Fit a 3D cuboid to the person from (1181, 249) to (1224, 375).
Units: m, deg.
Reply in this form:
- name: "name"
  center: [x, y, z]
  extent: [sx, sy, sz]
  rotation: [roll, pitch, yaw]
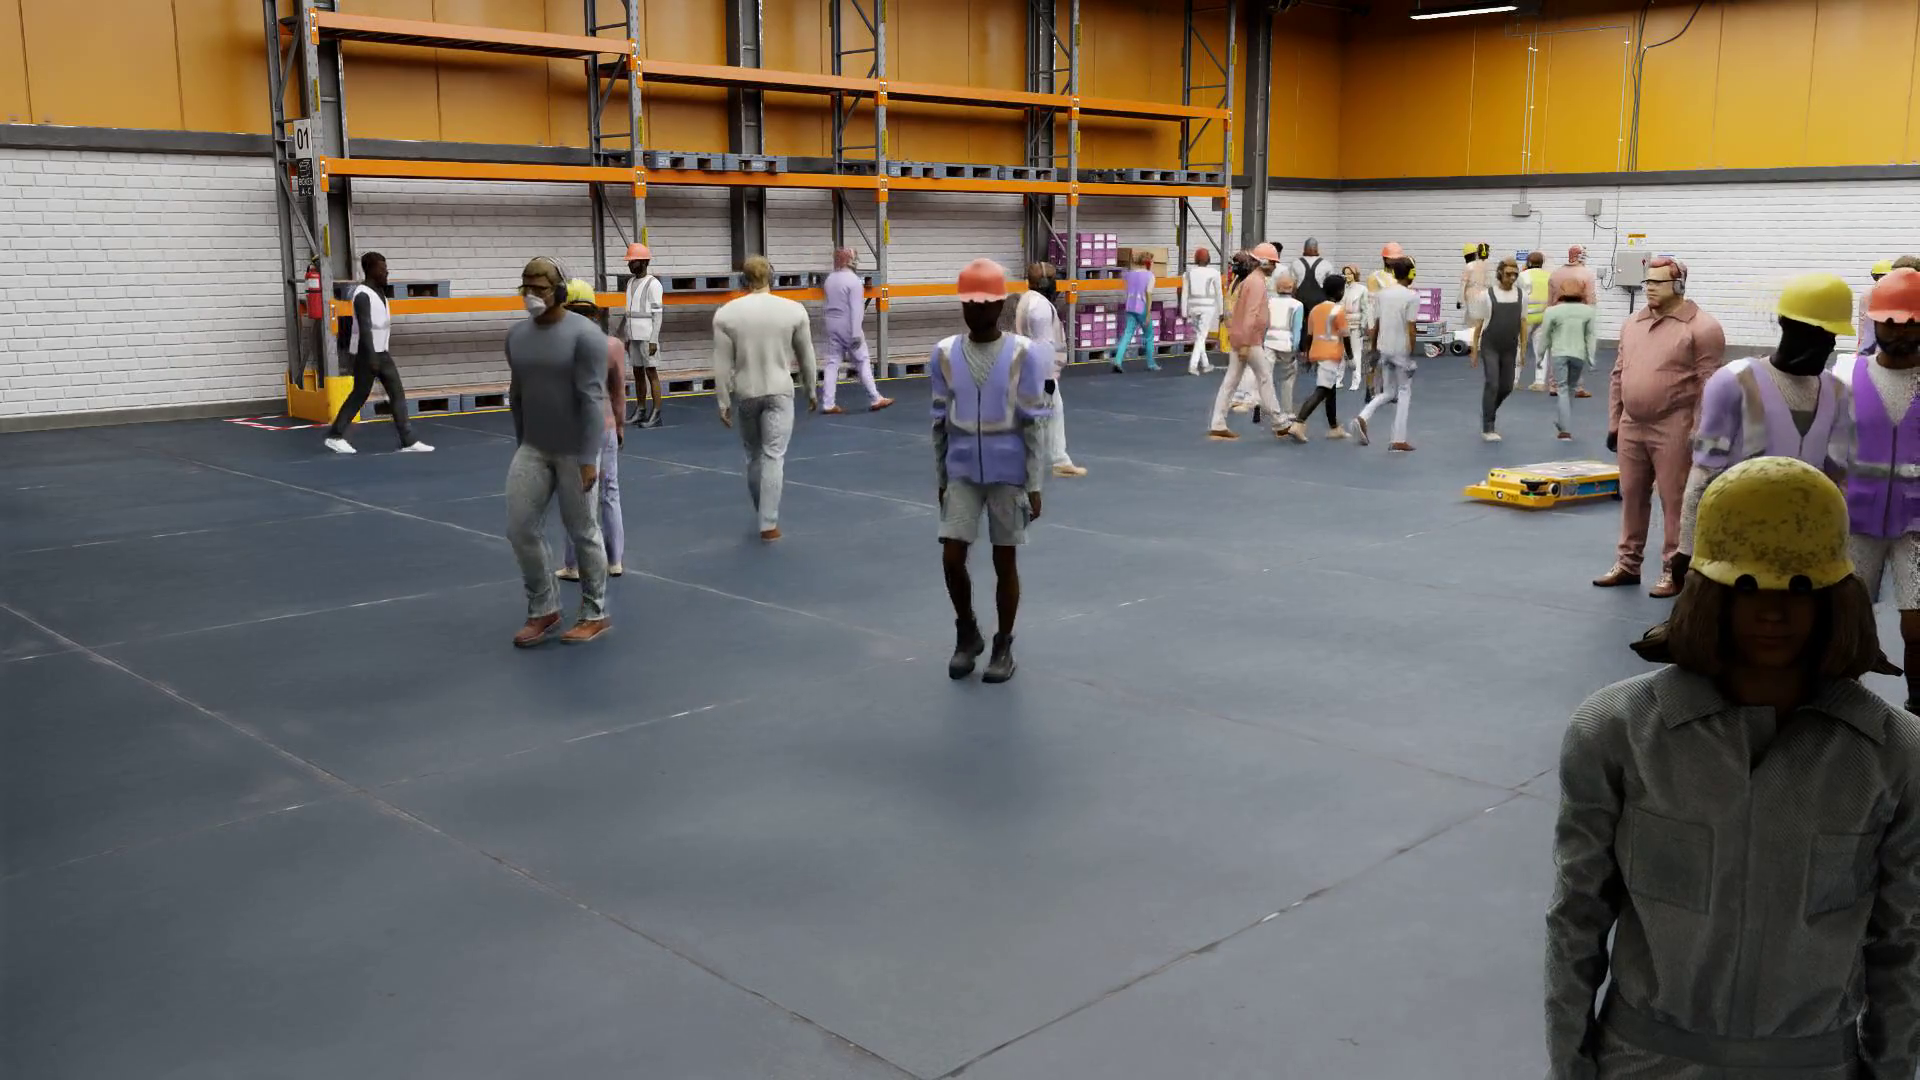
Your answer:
- name: "person"
  center: [3.516, -3.321, 24.250]
  extent: [0.571, 1.837, 1.007]
  rotation: [7, 12, 32]

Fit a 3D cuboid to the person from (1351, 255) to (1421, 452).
- name: "person"
  center: [3.988, -1.725, 15.510]
  extent: [0.627, 1.850, 0.504]
  rotation: [-7, 12, -32]

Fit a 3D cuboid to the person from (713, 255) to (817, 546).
- name: "person"
  center: [-1.294, -0.950, 11.152]
  extent: [0.653, 1.881, 1.024]
  rotation: [0, 10, 3]

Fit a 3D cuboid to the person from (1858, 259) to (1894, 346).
- name: "person"
  center: [9.934, -2.150, 18.020]
  extent: [0.527, 1.768, 0.313]
  rotation: [-5, 11, -25]

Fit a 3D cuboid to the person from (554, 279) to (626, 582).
- name: "person"
  center: [-2.209, -0.636, 9.765]
  extent: [0.525, 1.769, 0.309]
  rotation: [-7, 12, -33]

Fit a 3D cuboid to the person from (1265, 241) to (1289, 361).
- name: "person"
  center: [4.941, -3.795, 26.560]
  extent: [0.609, 1.930, 0.905]
  rotation: [7, 12, 33]

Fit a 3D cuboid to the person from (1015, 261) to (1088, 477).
- name: "person"
  center: [0.606, -1.398, 13.788]
  extent: [0.894, 1.813, 0.627]
  rotation: [-1, 10, -6]

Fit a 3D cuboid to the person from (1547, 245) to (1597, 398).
- name: "person"
  center: [7.684, -2.738, 20.848]
  extent: [0.402, 1.904, 0.652]
  rotation: [-8, 13, -36]

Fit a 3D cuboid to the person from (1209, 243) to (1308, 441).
- name: "person"
  center: [2.945, -1.922, 16.290]
  extent: [1.024, 1.933, 0.637]
  rotation: [-1, 10, -4]

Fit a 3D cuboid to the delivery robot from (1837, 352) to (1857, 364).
- name: "delivery robot"
  center: [12.188, -2.386, 22.352]
  extent: [0.477, 0.478, 0.707]
  rotation: [-5, 12, -28]

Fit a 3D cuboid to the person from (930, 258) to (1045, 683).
- name: "person"
  center: [0.121, -0.293, 7.490]
  extent: [0.554, 1.921, 0.448]
  rotation: [3, 11, 14]

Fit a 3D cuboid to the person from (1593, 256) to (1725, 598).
- name: "person"
  center: [3.916, -0.634, 9.369]
  extent: [0.403, 1.906, 0.651]
  rotation: [-6, 12, -30]

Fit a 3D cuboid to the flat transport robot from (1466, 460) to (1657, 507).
- name: "flat transport robot"
  center: [4.647, -0.450, 12.827]
  extent: [1.431, 0.197, 0.652]
  rotation: [-7, 12, -32]

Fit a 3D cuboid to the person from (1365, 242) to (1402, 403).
- name: "person"
  center: [5.134, -2.593, 19.973]
  extent: [0.550, 1.933, 0.375]
  rotation: [-6, 12, -28]

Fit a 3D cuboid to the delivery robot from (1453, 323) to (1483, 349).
- name: "delivery robot"
  center: [8.658, -3.397, 27.868]
  extent: [0.707, 0.478, 0.477]
  rotation: [6, 12, 30]

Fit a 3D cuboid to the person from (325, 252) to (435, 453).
- name: "person"
  center: [-5.487, -1.732, 15.452]
  extent: [0.973, 1.881, 0.609]
  rotation: [0, 10, 0]

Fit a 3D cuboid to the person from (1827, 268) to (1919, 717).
- name: "person"
  center: [3.491, -0.059, 6.255]
  extent: [0.569, 1.910, 0.503]
  rotation: [6, 12, 29]

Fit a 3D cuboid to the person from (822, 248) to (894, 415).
- name: "person"
  center: [-1.202, -2.370, 18.926]
  extent: [0.950, 1.862, 0.668]
  rotation: [-9, 14, -41]

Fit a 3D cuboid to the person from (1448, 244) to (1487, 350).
- name: "person"
  center: [9.044, -4.309, 29.527]
  extent: [0.600, 1.865, 0.993]
  rotation: [-8, 13, -37]

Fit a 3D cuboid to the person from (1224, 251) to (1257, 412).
- name: "person"
  center: [3.247, -2.391, 19.125]
  extent: [0.430, 1.845, 0.624]
  rotation: [-3, 11, -15]

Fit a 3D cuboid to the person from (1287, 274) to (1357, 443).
- name: "person"
  center: [3.539, -1.772, 16.294]
  extent: [0.846, 1.667, 0.523]
  rotation: [-4, 11, -20]

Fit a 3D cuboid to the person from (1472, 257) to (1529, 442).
- name: "person"
  center: [5.311, -1.891, 16.467]
  extent: [0.538, 1.818, 0.623]
  rotation: [-1, 10, -4]

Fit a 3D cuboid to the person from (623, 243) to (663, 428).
- name: "person"
  center: [-3.365, -2.153, 17.564]
  extent: [0.544, 1.939, 0.354]
  rotation: [9, 14, 42]

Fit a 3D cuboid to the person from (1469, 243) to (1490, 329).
- name: "person"
  center: [9.487, -4.459, 30.323]
  extent: [0.316, 1.870, 0.531]
  rotation: [-2, 11, -9]

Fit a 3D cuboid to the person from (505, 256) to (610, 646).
- name: "person"
  center: [-1.987, -0.408, 8.116]
  extent: [0.642, 1.919, 0.624]
  rotation: [4, 11, 23]

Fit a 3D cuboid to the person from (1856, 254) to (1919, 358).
- name: "person"
  center: [6.682, -1.075, 11.813]
  extent: [1.025, 1.896, 0.640]
  rotation: [-4, 11, -19]

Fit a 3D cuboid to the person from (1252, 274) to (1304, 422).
- name: "person"
  center: [3.444, -2.084, 18.112]
  extent: [0.525, 1.608, 0.782]
  rotation: [8, 13, 37]

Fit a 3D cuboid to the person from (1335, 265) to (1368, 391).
- name: "person"
  center: [5.095, -2.778, 21.789]
  extent: [0.511, 1.641, 0.308]
  rotation: [9, 14, 41]

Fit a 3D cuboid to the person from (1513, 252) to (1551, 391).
- name: "person"
  center: [7.477, -2.864, 21.814]
  extent: [0.639, 1.802, 0.833]
  rotation: [-2, 11, -11]

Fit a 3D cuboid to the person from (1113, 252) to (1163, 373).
- name: "person"
  center: [2.615, -3.352, 24.517]
  extent: [1.007, 1.790, 0.591]
  rotation: [-10, 14, -44]

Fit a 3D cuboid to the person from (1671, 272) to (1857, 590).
- name: "person"
  center: [2.897, 0.016, 5.860]
  extent: [0.616, 1.887, 0.782]
  rotation: [-3, 11, -18]

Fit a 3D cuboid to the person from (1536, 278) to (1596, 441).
- name: "person"
  center: [6.033, -1.816, 16.633]
  extent: [0.526, 1.589, 0.818]
  rotation: [0, 10, 1]

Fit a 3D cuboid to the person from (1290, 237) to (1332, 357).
- name: "person"
  center: [5.761, -4.000, 27.353]
  extent: [0.685, 2.000, 0.981]
  rotation: [2, 11, 11]

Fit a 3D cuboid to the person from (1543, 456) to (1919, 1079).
- name: "person"
  center: [1.040, 0.751, 2.261]
  extent: [0.487, 1.744, 0.297]
  rotation: [3, 11, 15]
